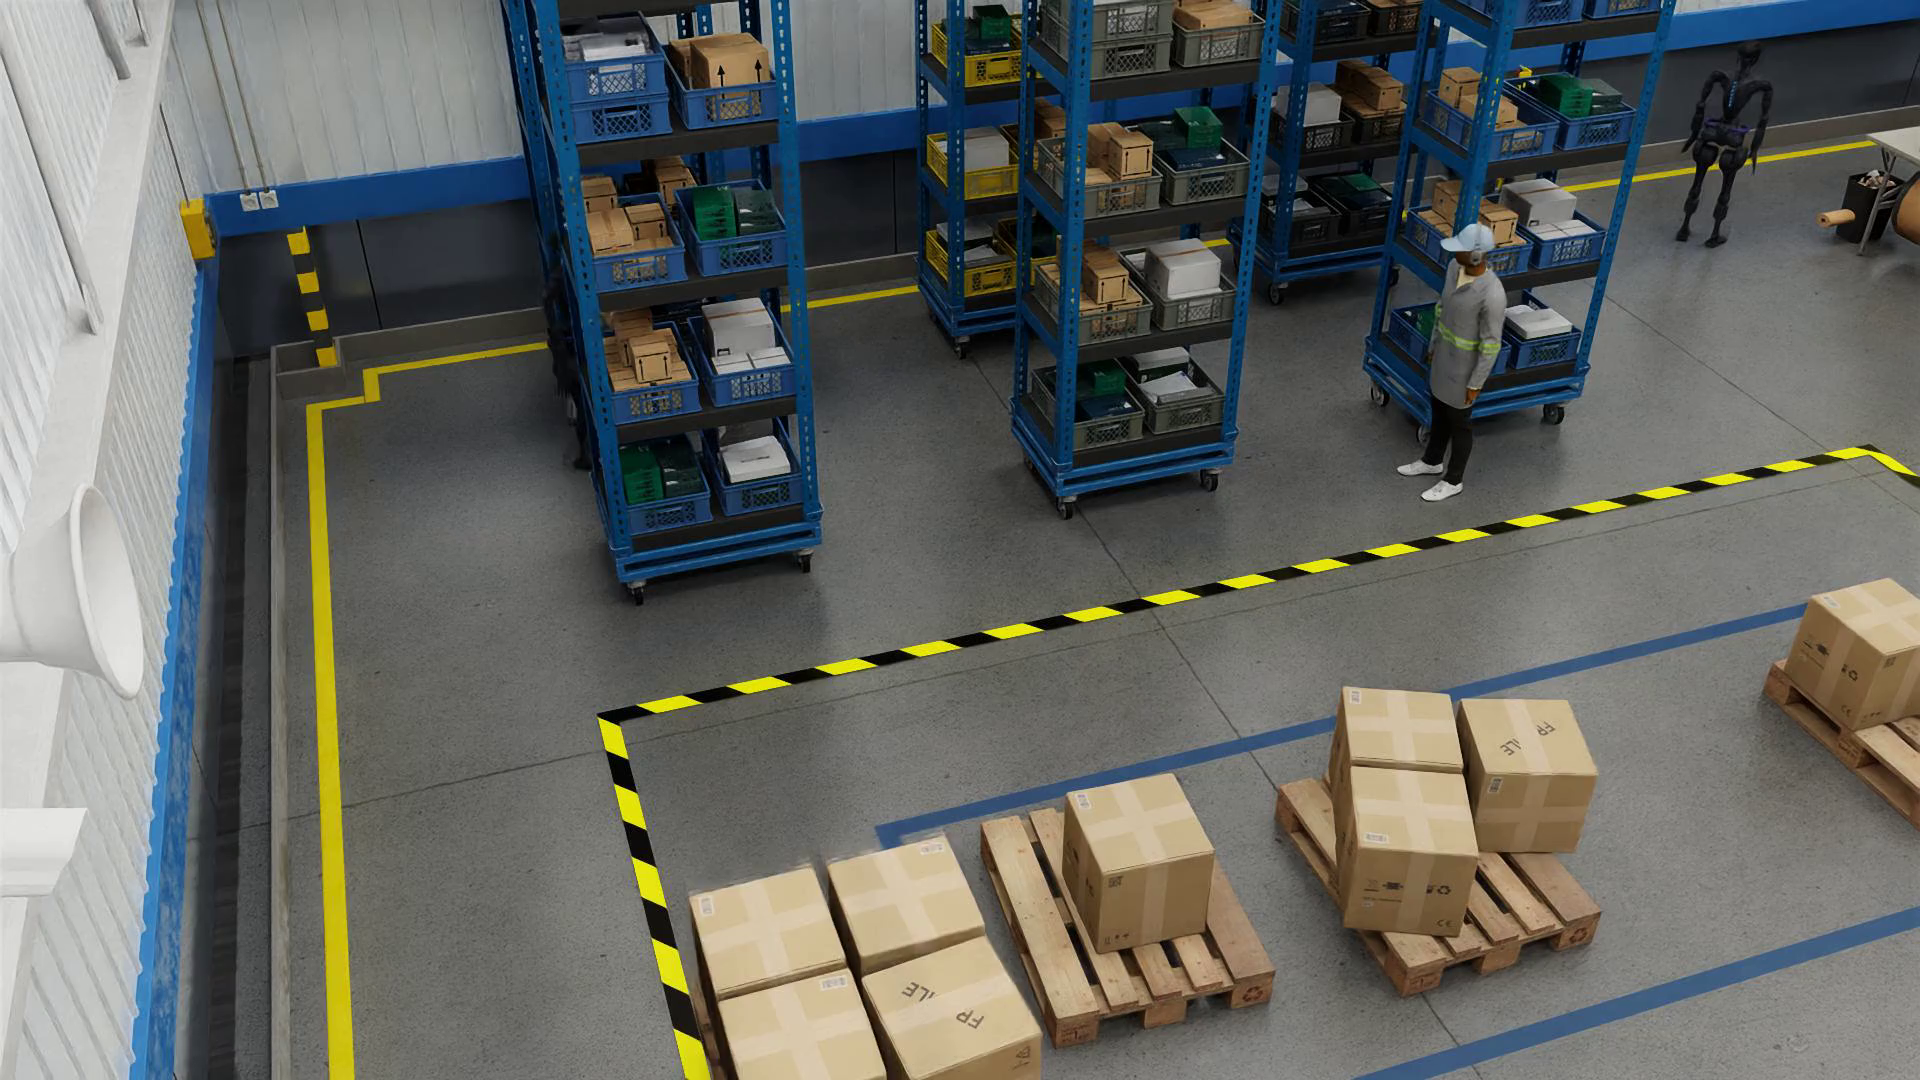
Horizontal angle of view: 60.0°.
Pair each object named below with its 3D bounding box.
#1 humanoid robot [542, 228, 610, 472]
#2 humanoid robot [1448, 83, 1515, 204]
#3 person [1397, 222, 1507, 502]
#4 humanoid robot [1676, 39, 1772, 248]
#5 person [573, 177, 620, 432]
[{"bbox_3d":[-2.390,-1.212,10.549,0.328,1.655,0.589,15,38,20],"label":"humanoid robot"},{"bbox_3d":[3.928,-2.660,12.607,0.483,1.642,0.590,-28,44,-34],"label":"humanoid robot"},{"bbox_3d":[3.035,-1.095,10.234,0.386,1.849,0.596,-8,36,-12],"label":"person"},{"bbox_3d":[6.116,-3.189,13.342,0.599,1.657,0.315,25,42,31],"label":"humanoid robot"},{"bbox_3d":[-2.210,-1.479,10.824,0.954,1.796,0.587,7,36,10],"label":"person"}]
